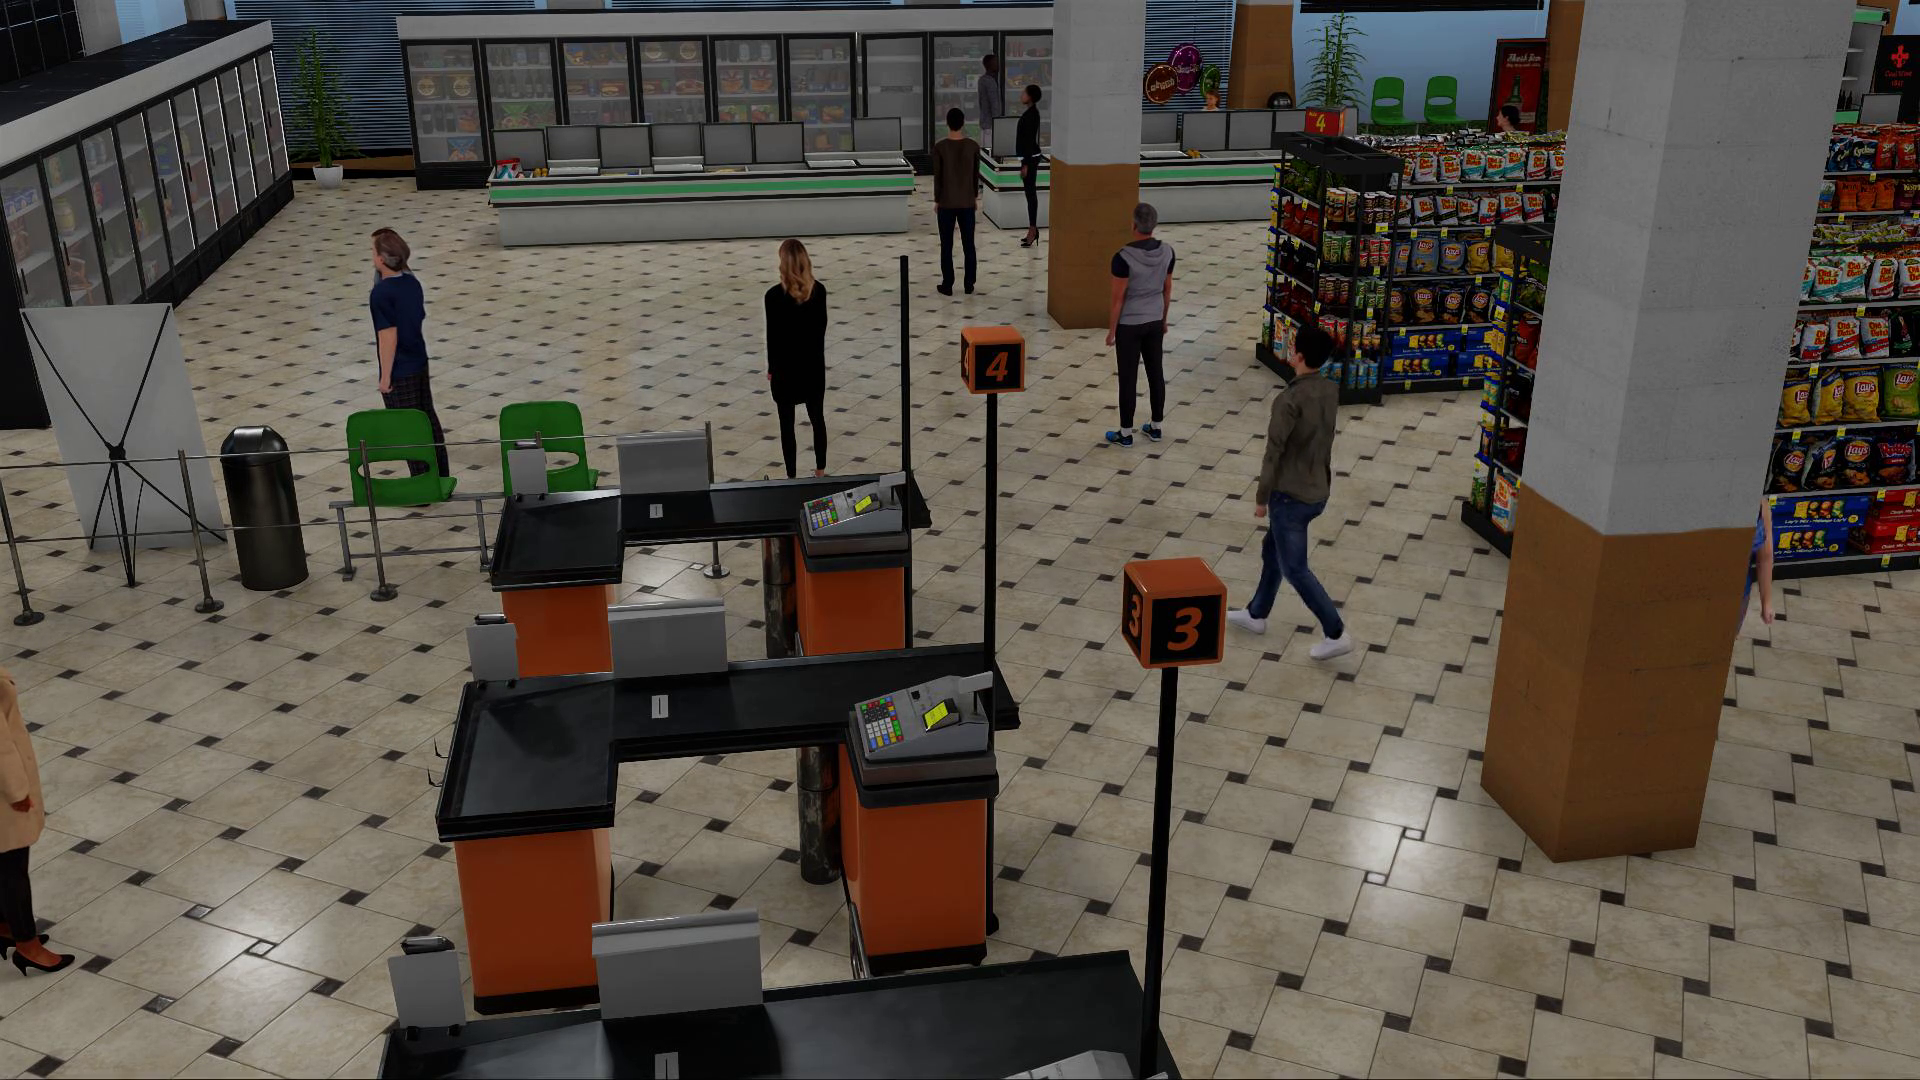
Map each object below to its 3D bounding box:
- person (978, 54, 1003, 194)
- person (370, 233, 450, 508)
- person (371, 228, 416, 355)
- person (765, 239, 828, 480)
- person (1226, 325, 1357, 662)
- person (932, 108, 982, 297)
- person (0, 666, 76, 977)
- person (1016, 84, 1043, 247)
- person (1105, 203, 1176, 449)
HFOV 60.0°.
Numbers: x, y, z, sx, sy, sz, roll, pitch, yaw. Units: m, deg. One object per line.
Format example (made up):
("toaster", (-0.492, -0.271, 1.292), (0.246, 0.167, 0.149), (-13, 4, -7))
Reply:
("person", (0.384, -5.582, 22.364), (0.581, 1.837, 0.717), (-6, 23, -16))
("person", (-3.767, -1.156, 11.303), (0.705, 1.871, 0.737), (6, 23, 14))
("person", (-4.120, -1.457, 12.278), (0.676, 1.703, 0.738), (14, 26, 32))
("person", (-1.112, -1.176, 11.444), (0.596, 1.802, 0.734), (-13, 26, -30))
("person", (1.888, -0.216, 8.997), (1.183, 1.845, 1.195), (19, 29, 39))
("person", (-0.037, -3.455, 17.000), (0.524, 1.889, 0.718), (-5, 23, -13))
("person", (-3.743, 0.913, 6.407), (0.718, 1.681, 0.742), (19, 29, 39))
("person", (0.812, -4.345, 19.288), (0.620, 1.834, 0.660), (3, 22, 7))
("person", (1.363, -1.613, 12.494), (0.630, 1.830, 0.813), (-11, 25, -26))
